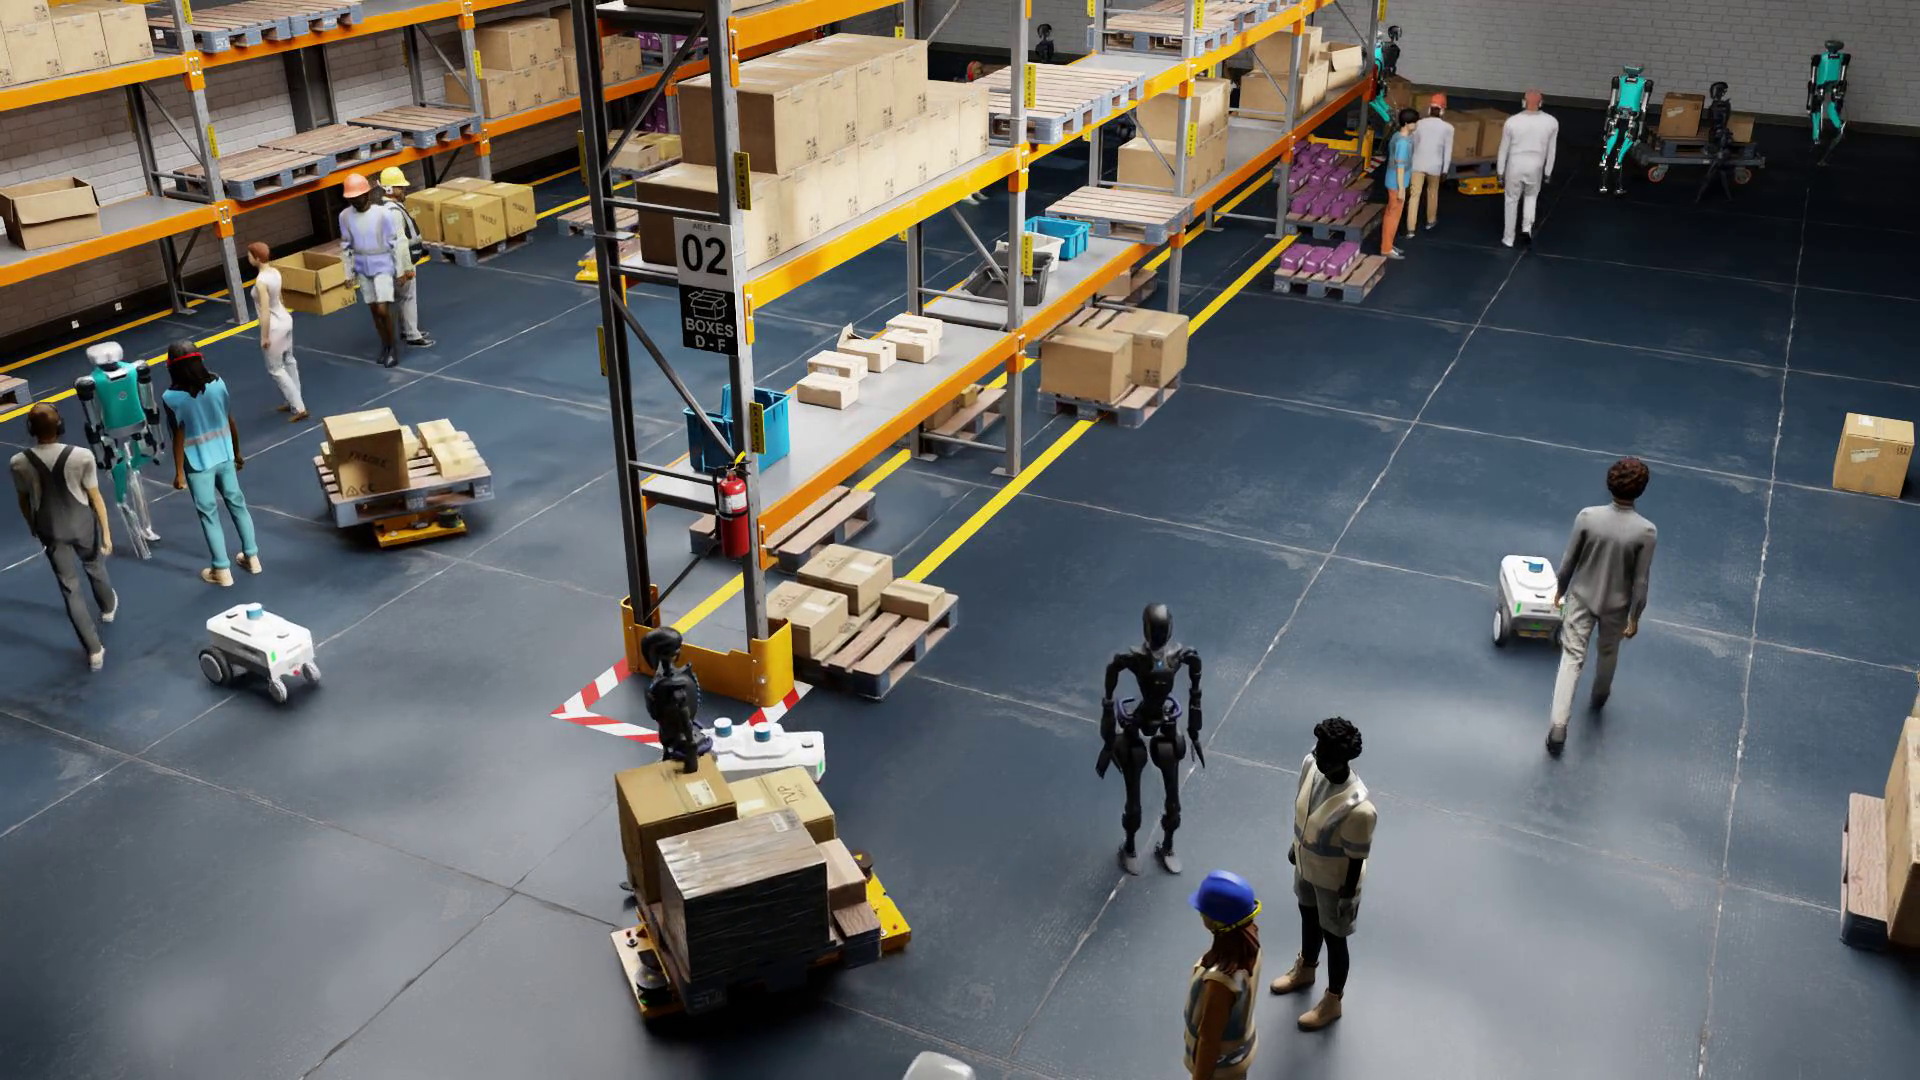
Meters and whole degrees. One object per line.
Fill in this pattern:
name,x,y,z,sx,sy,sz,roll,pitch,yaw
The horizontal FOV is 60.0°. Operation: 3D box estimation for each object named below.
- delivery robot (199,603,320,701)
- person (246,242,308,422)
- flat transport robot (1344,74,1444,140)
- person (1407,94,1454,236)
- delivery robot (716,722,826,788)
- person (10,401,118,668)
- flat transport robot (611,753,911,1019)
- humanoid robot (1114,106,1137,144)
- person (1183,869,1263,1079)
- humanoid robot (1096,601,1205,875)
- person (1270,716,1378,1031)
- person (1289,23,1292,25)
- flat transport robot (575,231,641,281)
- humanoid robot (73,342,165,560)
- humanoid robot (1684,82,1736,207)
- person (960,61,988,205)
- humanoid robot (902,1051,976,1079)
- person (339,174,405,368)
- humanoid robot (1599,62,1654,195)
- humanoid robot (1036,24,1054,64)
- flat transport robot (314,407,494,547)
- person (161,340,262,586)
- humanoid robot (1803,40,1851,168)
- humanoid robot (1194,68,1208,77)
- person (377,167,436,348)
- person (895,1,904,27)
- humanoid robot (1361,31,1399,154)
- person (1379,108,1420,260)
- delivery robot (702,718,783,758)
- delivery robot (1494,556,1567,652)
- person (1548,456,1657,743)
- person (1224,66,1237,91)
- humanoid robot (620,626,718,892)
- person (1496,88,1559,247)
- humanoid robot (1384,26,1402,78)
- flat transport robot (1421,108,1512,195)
delivery robot,-4.644,0.698,11.038,0.785,0.589,0.499,15,30,28
person,-6.184,-1.888,15.026,0.366,1.656,0.466,1,26,1
flat transport robot,6.649,-6.211,25.323,1.431,0.231,0.659,21,33,36
person,5.762,-4.635,20.513,0.572,1.705,0.873,12,29,22
delivery robot,-1.162,1.337,9.740,0.750,0.581,0.520,-3,26,-6
person,-6.029,-0.099,11.253,0.513,1.803,0.941,-13,29,-24
flat transport robot,-1.037,2.035,8.668,1.431,0.231,0.659,-11,29,-22
humanoid robot,2.375,-5.649,22.634,0.616,1.626,0.754,21,33,35
person,1.046,2.109,6.830,0.324,1.771,0.473,11,28,21
humanoid robot,1.036,1.073,9.014,0.598,1.650,0.327,-4,27,-9
person,1.757,1.578,7.989,0.319,1.693,0.531,-10,28,-19
person,4.661,-6.649,24.416,0.392,1.869,0.555,-10,28,-19
flat transport robot,-3.968,-3.310,19.464,0.659,0.231,1.431,3,26,6
humanoid robot,-6.343,-0.679,12.549,0.779,1.814,0.552,23,34,38
humanoid robot,9.911,-5.142,21.641,0.731,1.610,0.606,2,26,4
person,0.148,-5.340,21.799,0.381,1.837,0.560,12,29,23
humanoid robot,-0.162,2.661,5.735,0.568,1.756,0.788,8,28,16
person,-5.742,-2.602,16.177,0.564,1.914,0.608,3,27,6
humanoid robot,8.633,-5.353,21.786,0.533,1.676,0.735,19,32,33
humanoid robot,1.234,-7.077,25.513,0.749,1.629,0.592,-2,26,-4
flat transport robot,-4.498,-0.349,13.482,0.659,0.231,1.431,-13,29,-24
person,-5.462,-0.557,12.103,0.371,1.864,0.541,17,31,31
humanoid robot,12.226,-6.021,23.384,0.543,1.864,0.777,0,26,-1
humanoid robot,3.386,-6.681,24.673,0.772,1.832,0.530,-4,27,-8
person,-5.613,-2.852,16.778,0.404,1.829,0.599,-13,29,-25
person,-0.996,-9.506,30.222,0.360,1.830,0.514,13,29,25
humanoid robot,6.161,-6.442,24.183,0.534,1.805,0.778,-23,34,-38
person,5.162,-4.181,19.546,0.334,1.759,0.500,3,27,6
delivery robot,-1.370,1.316,9.787,0.730,0.585,0.518,-7,27,-13
delivery robot,3.986,0.429,11.609,0.499,0.612,0.796,4,27,7
person,3.956,0.354,10.291,0.545,1.854,0.988,12,29,23
person,4.389,-8.590,28.297,0.932,1.894,0.537,18,31,31
humanoid robot,-1.469,1.204,8.798,0.744,1.627,0.601,-12,29,-23
person,6.758,-4.450,19.938,0.668,1.889,0.444,4,27,7
humanoid robot,6.465,-6.982,25.299,0.314,1.645,0.609,-3,27,-7
flat transport robot,6.958,-5.016,22.910,0.659,0.231,1.431,-6,27,-12
